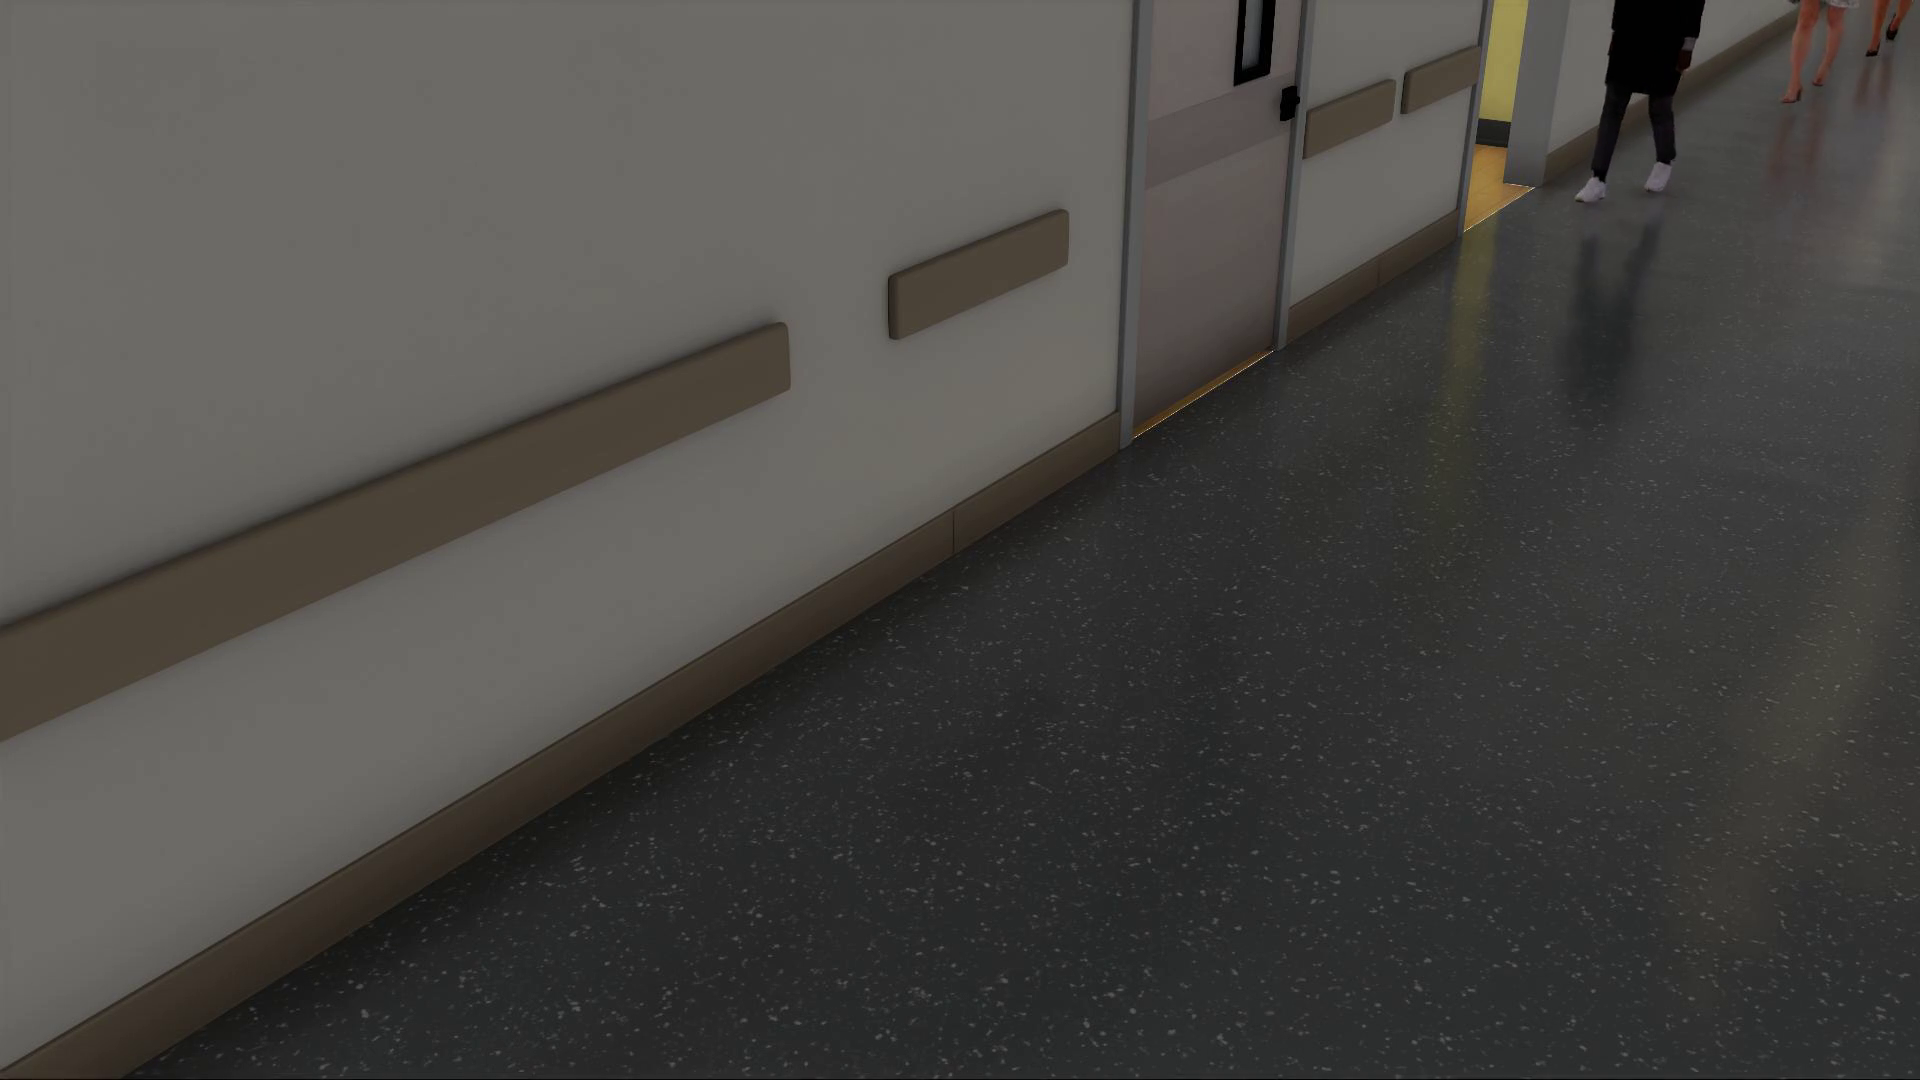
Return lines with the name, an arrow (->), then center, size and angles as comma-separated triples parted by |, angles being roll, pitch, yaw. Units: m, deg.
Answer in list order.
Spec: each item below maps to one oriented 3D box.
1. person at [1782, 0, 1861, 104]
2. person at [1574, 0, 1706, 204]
person -> 6.133, -3.953, 11.647 | 1.111, 1.724, 0.719 | 20, 32, 36
person -> 3.839, -2.731, 9.110 | 1.034, 1.727, 0.803 | 22, 33, 37
